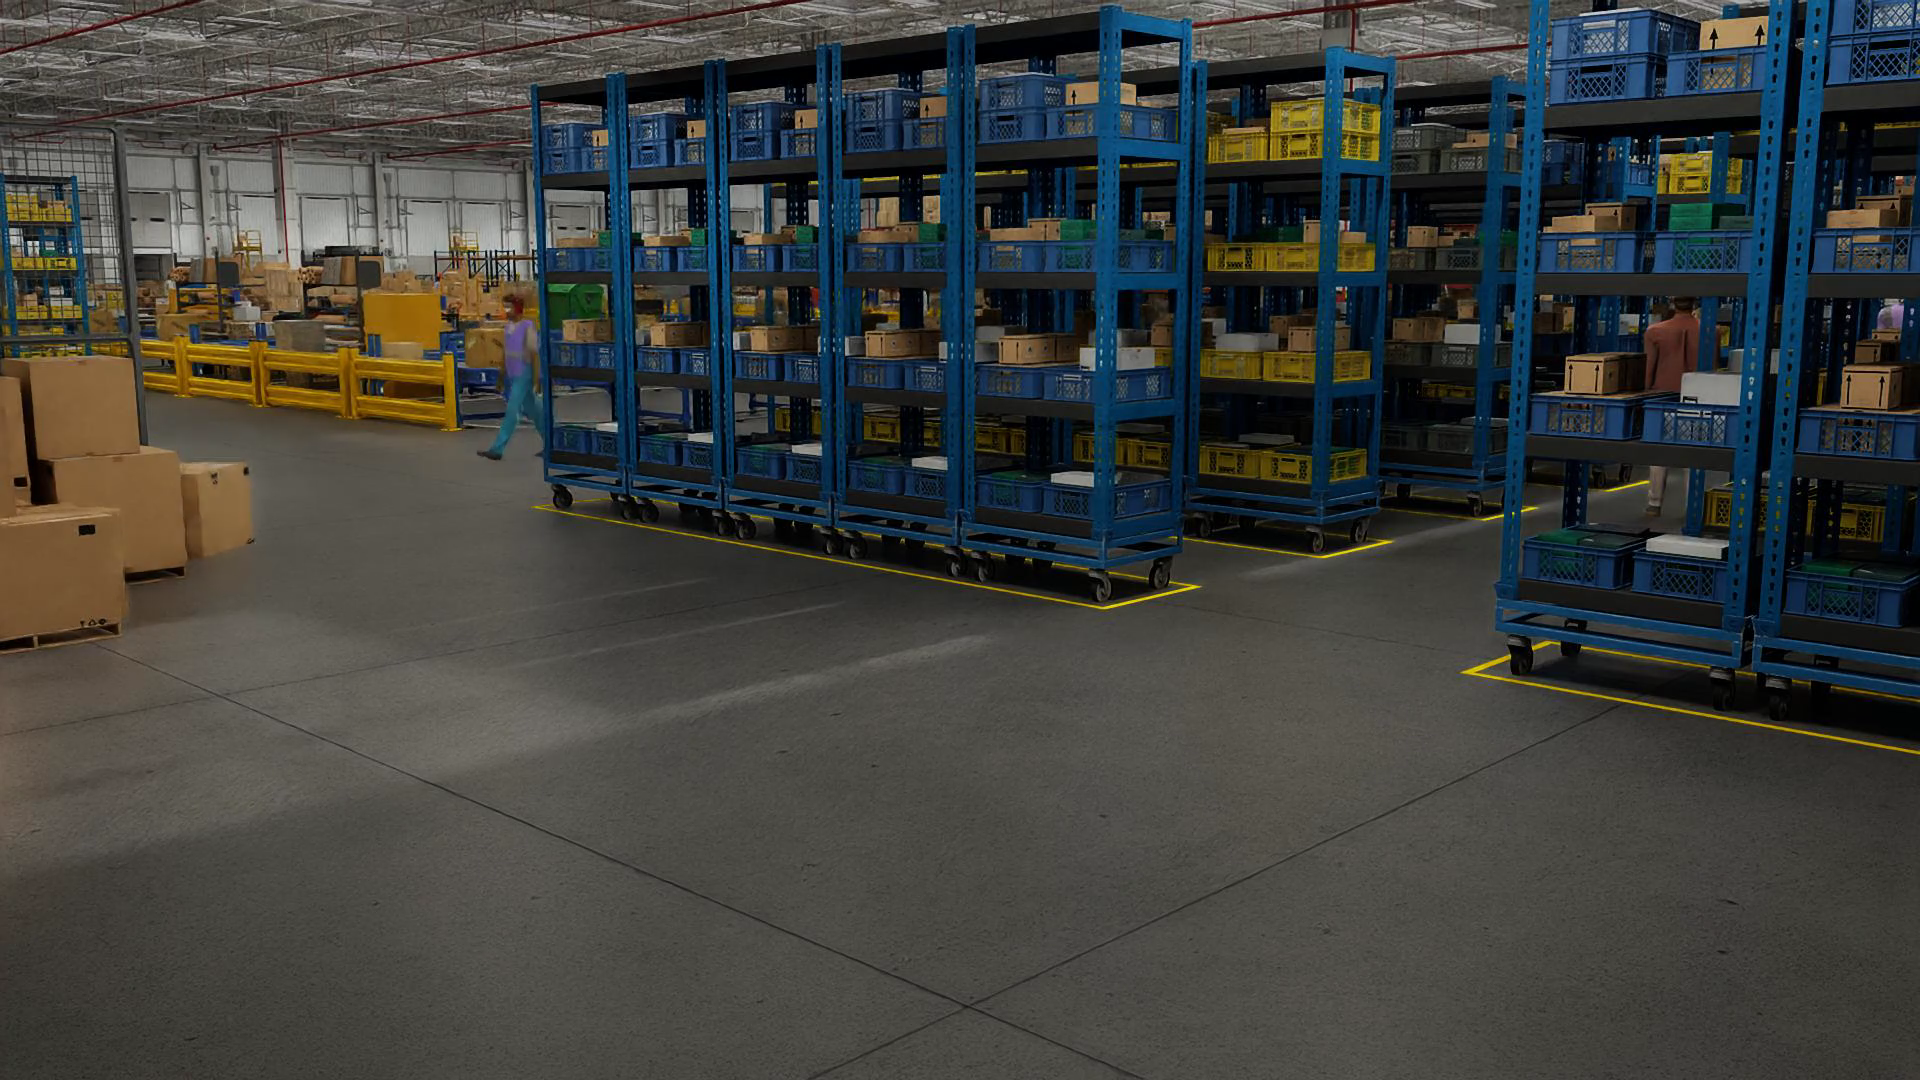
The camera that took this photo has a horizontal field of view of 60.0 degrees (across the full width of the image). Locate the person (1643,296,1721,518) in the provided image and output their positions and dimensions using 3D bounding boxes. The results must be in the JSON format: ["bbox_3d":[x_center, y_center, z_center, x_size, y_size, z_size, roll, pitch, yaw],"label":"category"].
[{"bbox_3d":[5.986,-1.174,13.846,0.612,1.997,0.376,3,10,17],"label":"person"}]

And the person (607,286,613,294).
[{"bbox_3d":[-13.384,-9.195,63.987,0.546,1.681,0.330,8,12,42],"label":"person"}]

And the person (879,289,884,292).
[{"bbox_3d":[-3.657,-11.265,75.893,0.372,1.940,0.630,-1,9,-7],"label":"person"}]

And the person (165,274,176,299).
[{"bbox_3d":[-35.516,-11.079,74.967,0.593,1.865,0.548,-3,10,-19],"label":"person"}]

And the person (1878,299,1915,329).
[{"bbox_3d":[10.196,-1.861,17.919,0.611,2.043,0.374,8,12,40],"label":"person"}]

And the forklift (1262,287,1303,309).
[{"bbox_3d":[10.769,-8.203,54.240,1.129,2.768,1.873,8,12,42],"label":"forklift"}]

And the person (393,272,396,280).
[{"bbox_3d":[-28.857,-12.690,84.714,0.809,1.925,0.622,-9,13,-42],"label":"person"}]

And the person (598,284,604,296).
[{"bbox_3d":[-13.133,-8.847,60.921,1.031,2.001,0.627,-8,12,-40],"label":"person"}]

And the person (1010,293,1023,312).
[{"bbox_3d":[0.756,-2.602,23.375,0.684,1.742,0.546,-7,11,-35],"label":"person"}]

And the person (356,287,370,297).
[{"bbox_3d":[-19.338,-7.686,53.967,0.675,1.923,1.067,4,10,21],"label":"person"}]

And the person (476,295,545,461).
[{"bbox_3d":[-4.815,-1.765,18.096,0.989,1.793,0.591,-7,12,-37],"label":"person"}]

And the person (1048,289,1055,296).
[{"bbox_3d":[3.017,-7.911,55.976,0.600,1.731,0.465,-6,11,-33],"label":"person"}]

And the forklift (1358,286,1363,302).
[{"bbox_3d":[11.100,-7.017,46.970,1.873,2.768,1.129,9,13,43],"label":"forklift"}]

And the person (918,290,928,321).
[{"bbox_3d":[-1.026,-5.626,41.705,0.403,1.816,0.604,-4,10,-24],"label":"person"}]

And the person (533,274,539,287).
[{"bbox_3d":[-20.306,-11.944,80.387,0.829,1.841,0.516,8,12,40],"label":"person"}]

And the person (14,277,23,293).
[{"bbox_3d":[-37.233,-9.596,66.010,0.582,1.830,1.000,-2,9,-12],"label":"person"}]

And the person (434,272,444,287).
[{"bbox_3d":[-19.449,-9.043,62.269,0.361,1.935,0.553,-8,12,-39],"label":"person"}]

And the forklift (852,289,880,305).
[{"bbox_3d":[-4.512,-11.459,74.203,1.873,2.768,1.129,9,13,43],"label":"forklift"}]
